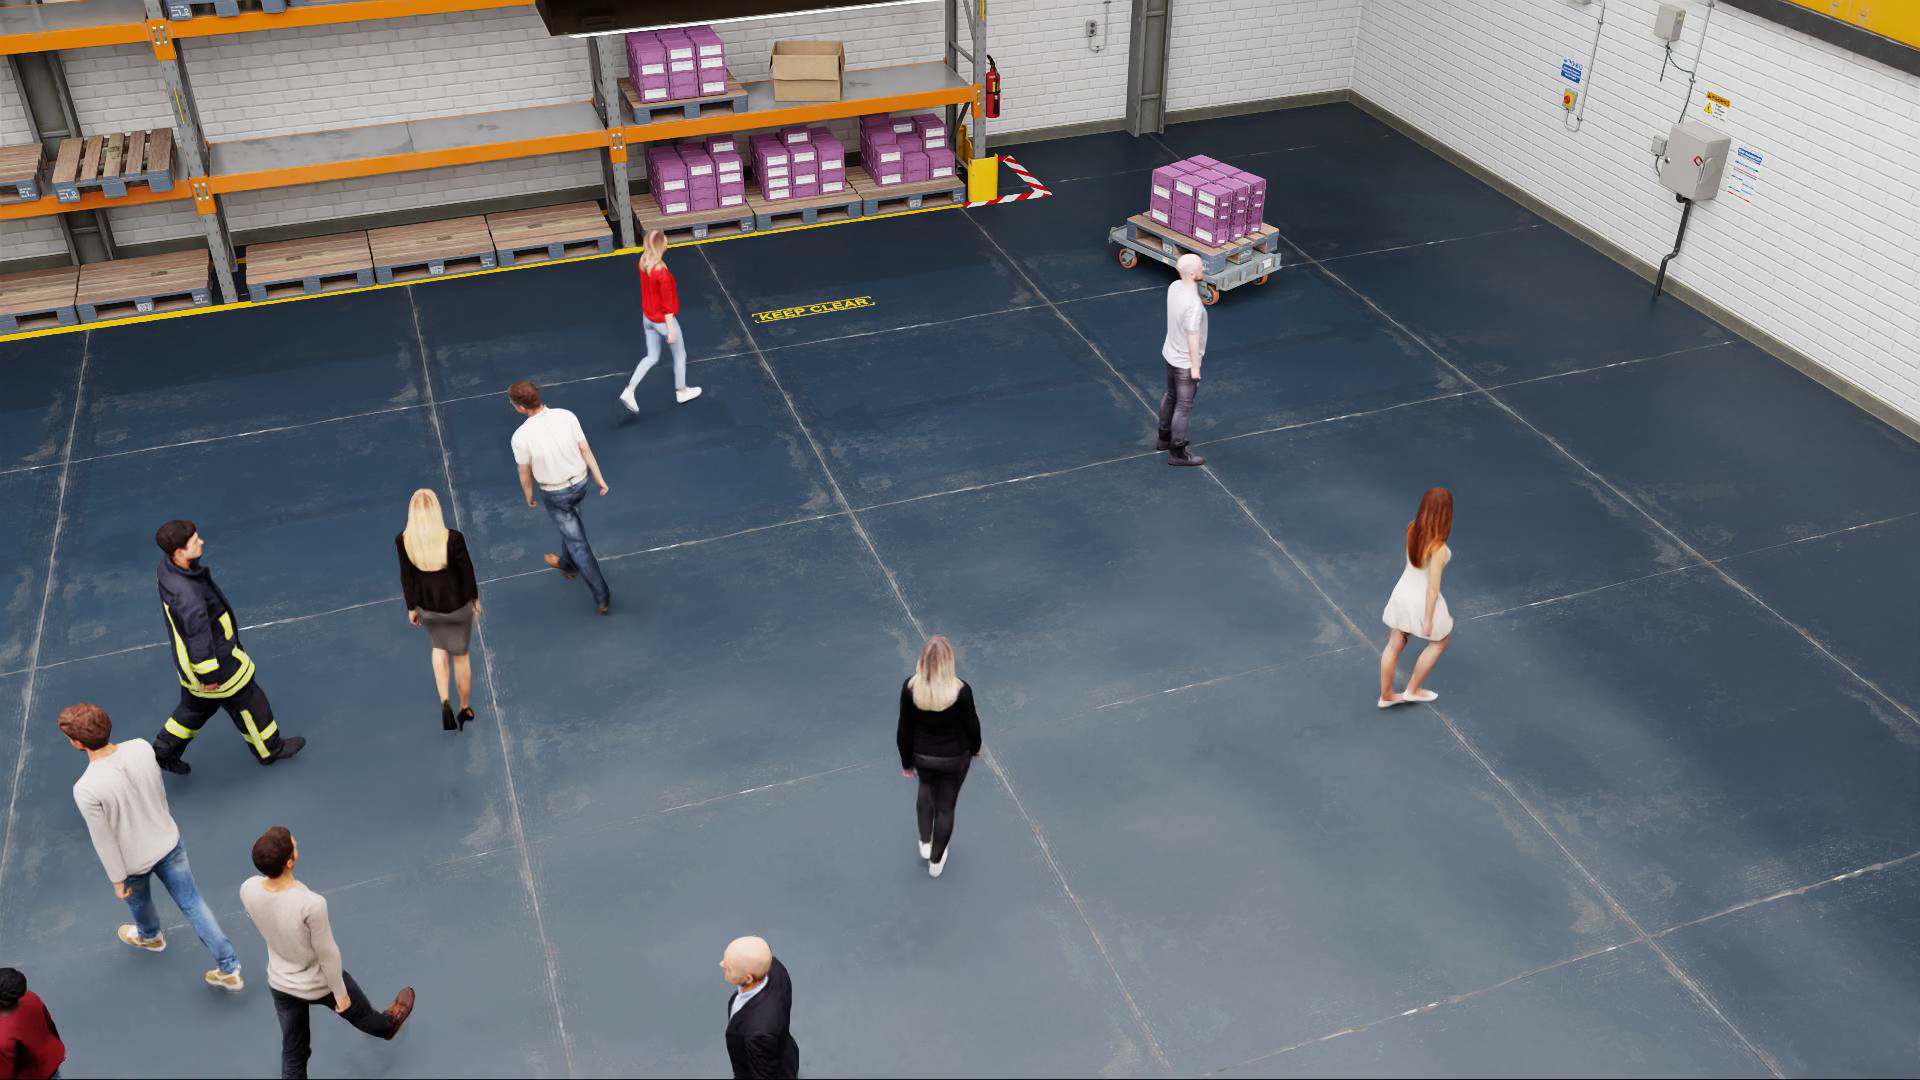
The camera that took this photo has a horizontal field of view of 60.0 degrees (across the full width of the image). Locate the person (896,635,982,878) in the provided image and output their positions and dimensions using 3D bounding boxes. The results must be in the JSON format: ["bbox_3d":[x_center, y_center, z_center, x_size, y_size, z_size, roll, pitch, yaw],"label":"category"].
[{"bbox_3d":[-0.135,1.309,9.583,0.692,1.671,0.781,7,34,10],"label":"person"}]

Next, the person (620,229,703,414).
[{"bbox_3d":[-2.652,-1.851,14.331,1.129,1.678,0.891,-28,43,-35],"label":"person"}]

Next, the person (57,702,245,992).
[{"bbox_3d":[-4.260,1.691,8.848,1.209,1.848,1.217,18,38,25],"label":"person"}]

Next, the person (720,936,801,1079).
[{"bbox_3d":[-0.817,2.484,7.722,1.309,1.773,1.014,2,34,2],"label":"person"}]

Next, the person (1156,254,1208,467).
[{"bbox_3d":[1.825,-1.496,13.657,0.620,1.832,0.680,-7,34,-11],"label":"person"}]

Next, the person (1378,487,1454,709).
[{"bbox_3d":[2.920,0.423,10.888,0.626,1.701,0.580,-12,36,-18],"label":"person"}]

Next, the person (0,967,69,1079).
[{"bbox_3d":[-4.424,2.556,8.104,0.844,1.231,0.621,-5,34,-7],"label":"person"}]

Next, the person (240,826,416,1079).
[{"bbox_3d":[-3.230,2.211,8.090,1.190,1.821,1.152,8,35,13],"label":"person"}]

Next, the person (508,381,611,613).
[{"bbox_3d":[-2.771,-0.290,11.879,1.122,1.793,1.054,-20,38,-27],"label":"person"}]

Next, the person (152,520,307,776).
[{"bbox_3d":[-4.749,0.709,10.279,1.251,1.899,0.961,-21,39,-28],"label":"person"}]

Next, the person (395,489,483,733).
[{"bbox_3d":[-3.295,0.524,10.619,0.766,1.831,0.770,-3,34,-5],"label":"person"}]
